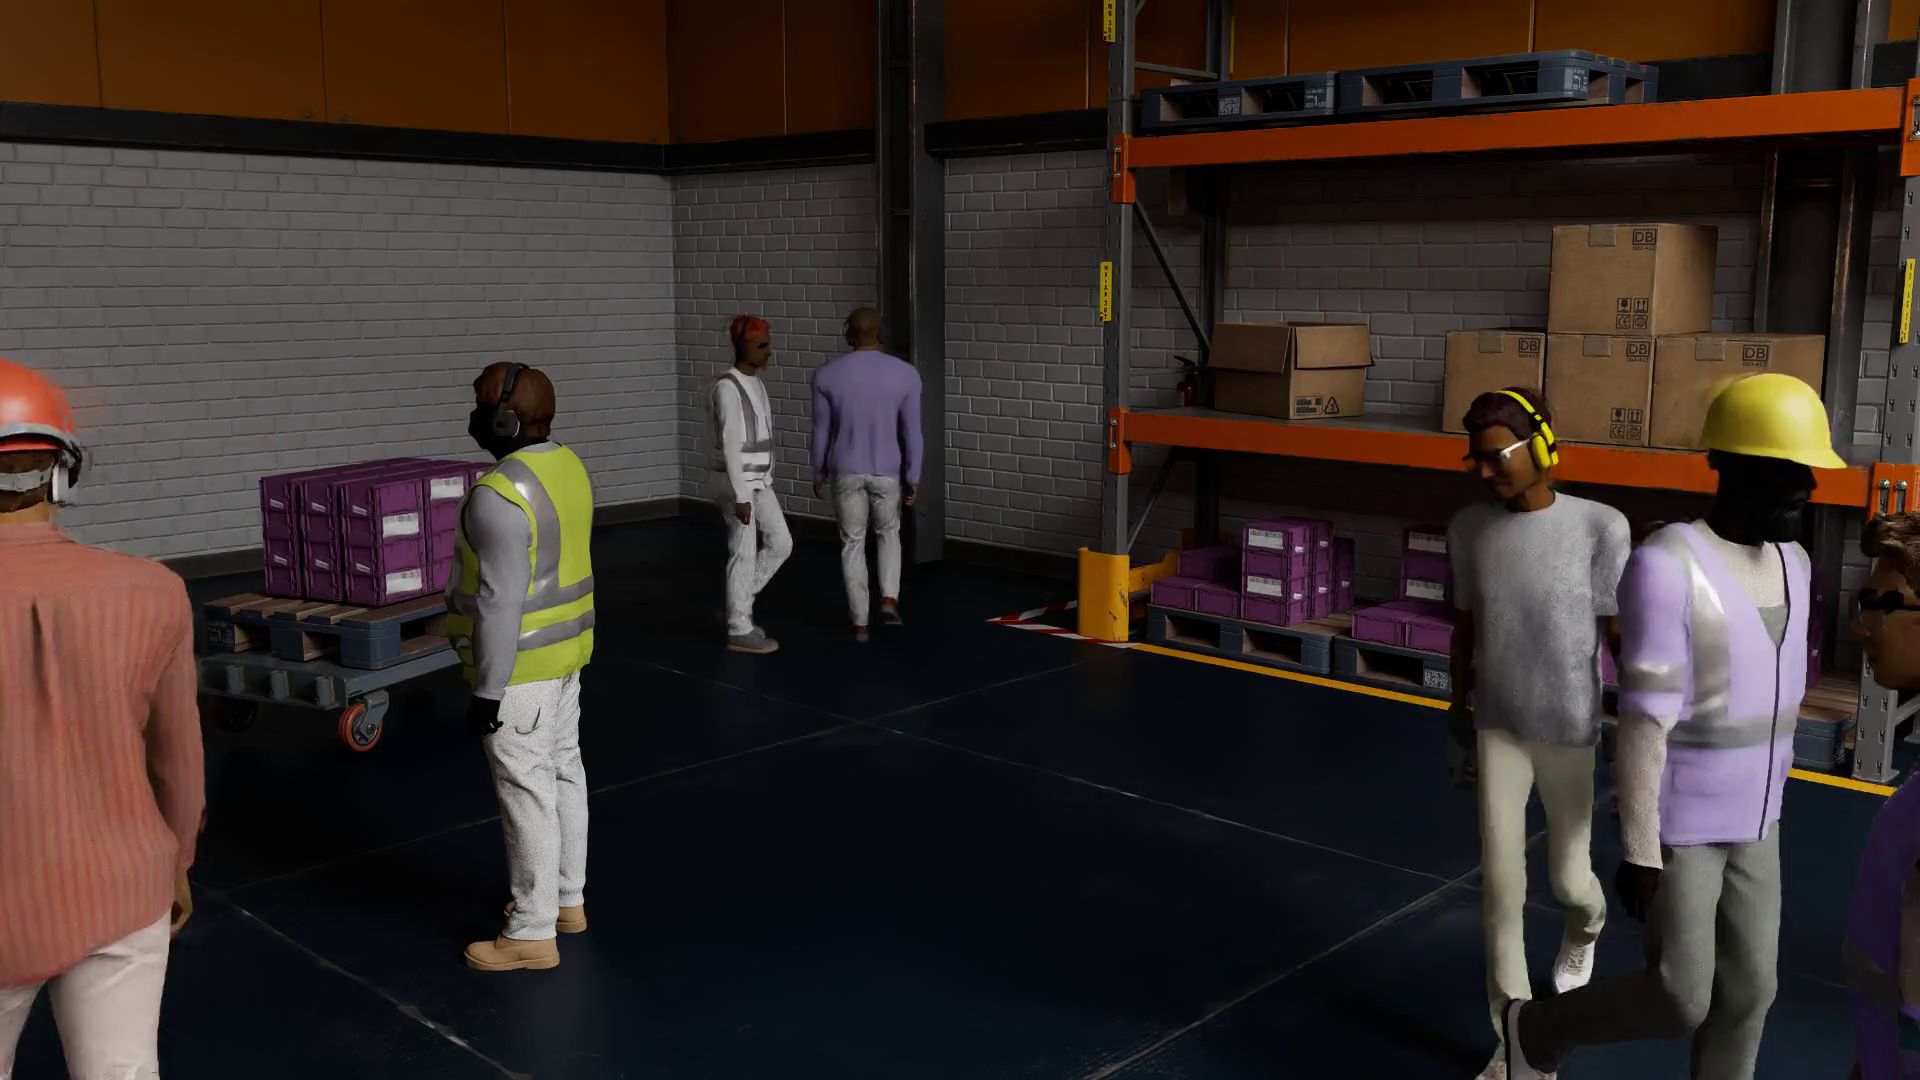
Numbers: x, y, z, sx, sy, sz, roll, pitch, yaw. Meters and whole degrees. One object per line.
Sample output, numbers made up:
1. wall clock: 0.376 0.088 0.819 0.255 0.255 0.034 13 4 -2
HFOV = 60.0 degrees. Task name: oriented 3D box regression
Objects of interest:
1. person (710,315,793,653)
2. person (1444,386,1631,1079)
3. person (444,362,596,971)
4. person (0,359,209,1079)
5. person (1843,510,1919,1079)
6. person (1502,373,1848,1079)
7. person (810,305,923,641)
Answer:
1. person: -1.153 -0.294 9.130 0.415 1.871 0.595 2 9 12
2. person: 1.563 0.499 4.407 0.579 1.825 0.791 7 12 36
3. person: -1.341 0.381 5.083 0.429 1.847 0.627 1 9 7
4. person: -1.730 0.650 3.068 0.914 1.953 0.660 8 12 41
5. person: 1.440 0.845 2.421 0.987 1.792 0.564 8 12 40
6. person: 1.604 0.573 3.711 0.601 1.905 0.644 -6 11 -31
7. person: -0.534 -0.376 9.488 0.624 1.917 0.446 -1 9 -8
